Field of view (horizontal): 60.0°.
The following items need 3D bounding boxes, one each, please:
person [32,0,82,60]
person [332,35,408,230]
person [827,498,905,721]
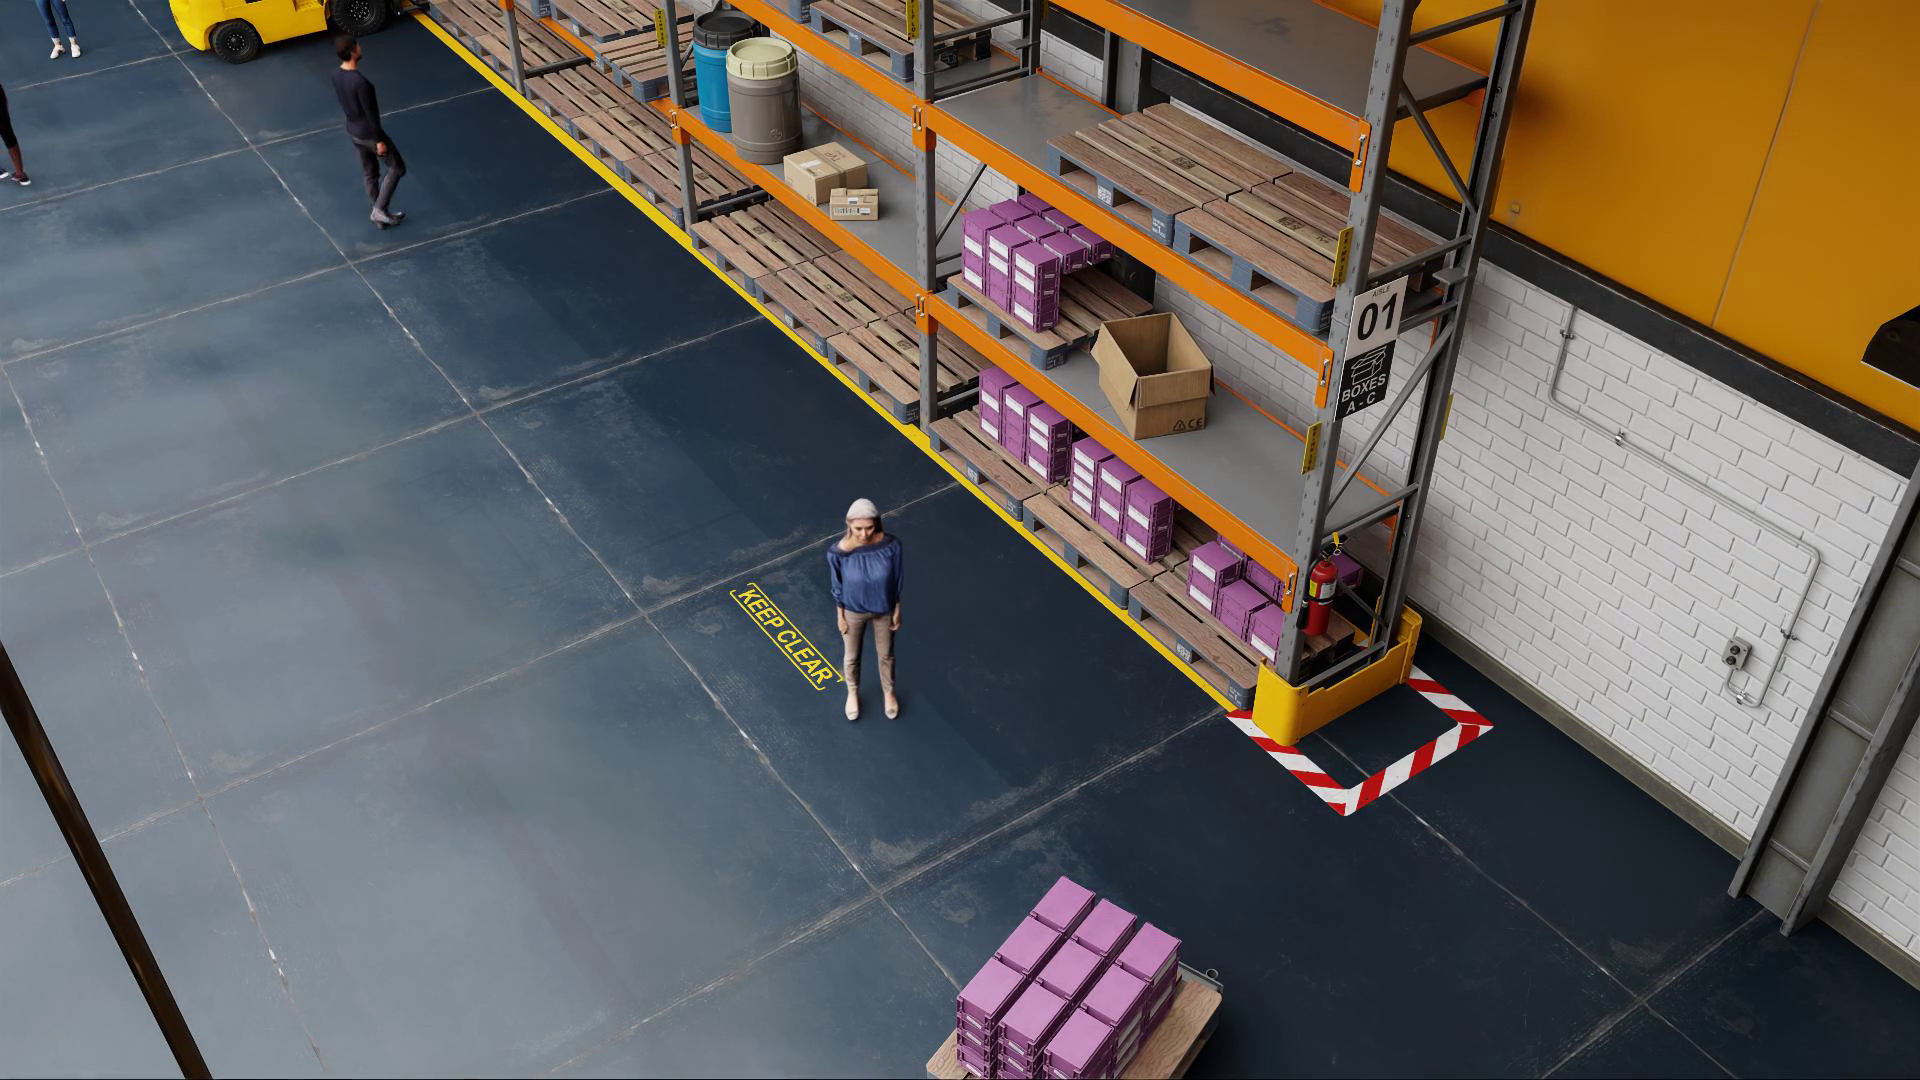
[{"bbox_3d":[-10.281,-6.186,18.737,0.634,1.476,0.637,-5,39,-6],"label":"person"},{"bbox_3d":[-5.524,-3.696,15.310,0.710,1.862,0.812,26,45,29],"label":"person"},{"bbox_3d":[-0.564,0.423,10.285,0.695,1.696,0.701,-7,39,-8],"label":"person"}]
